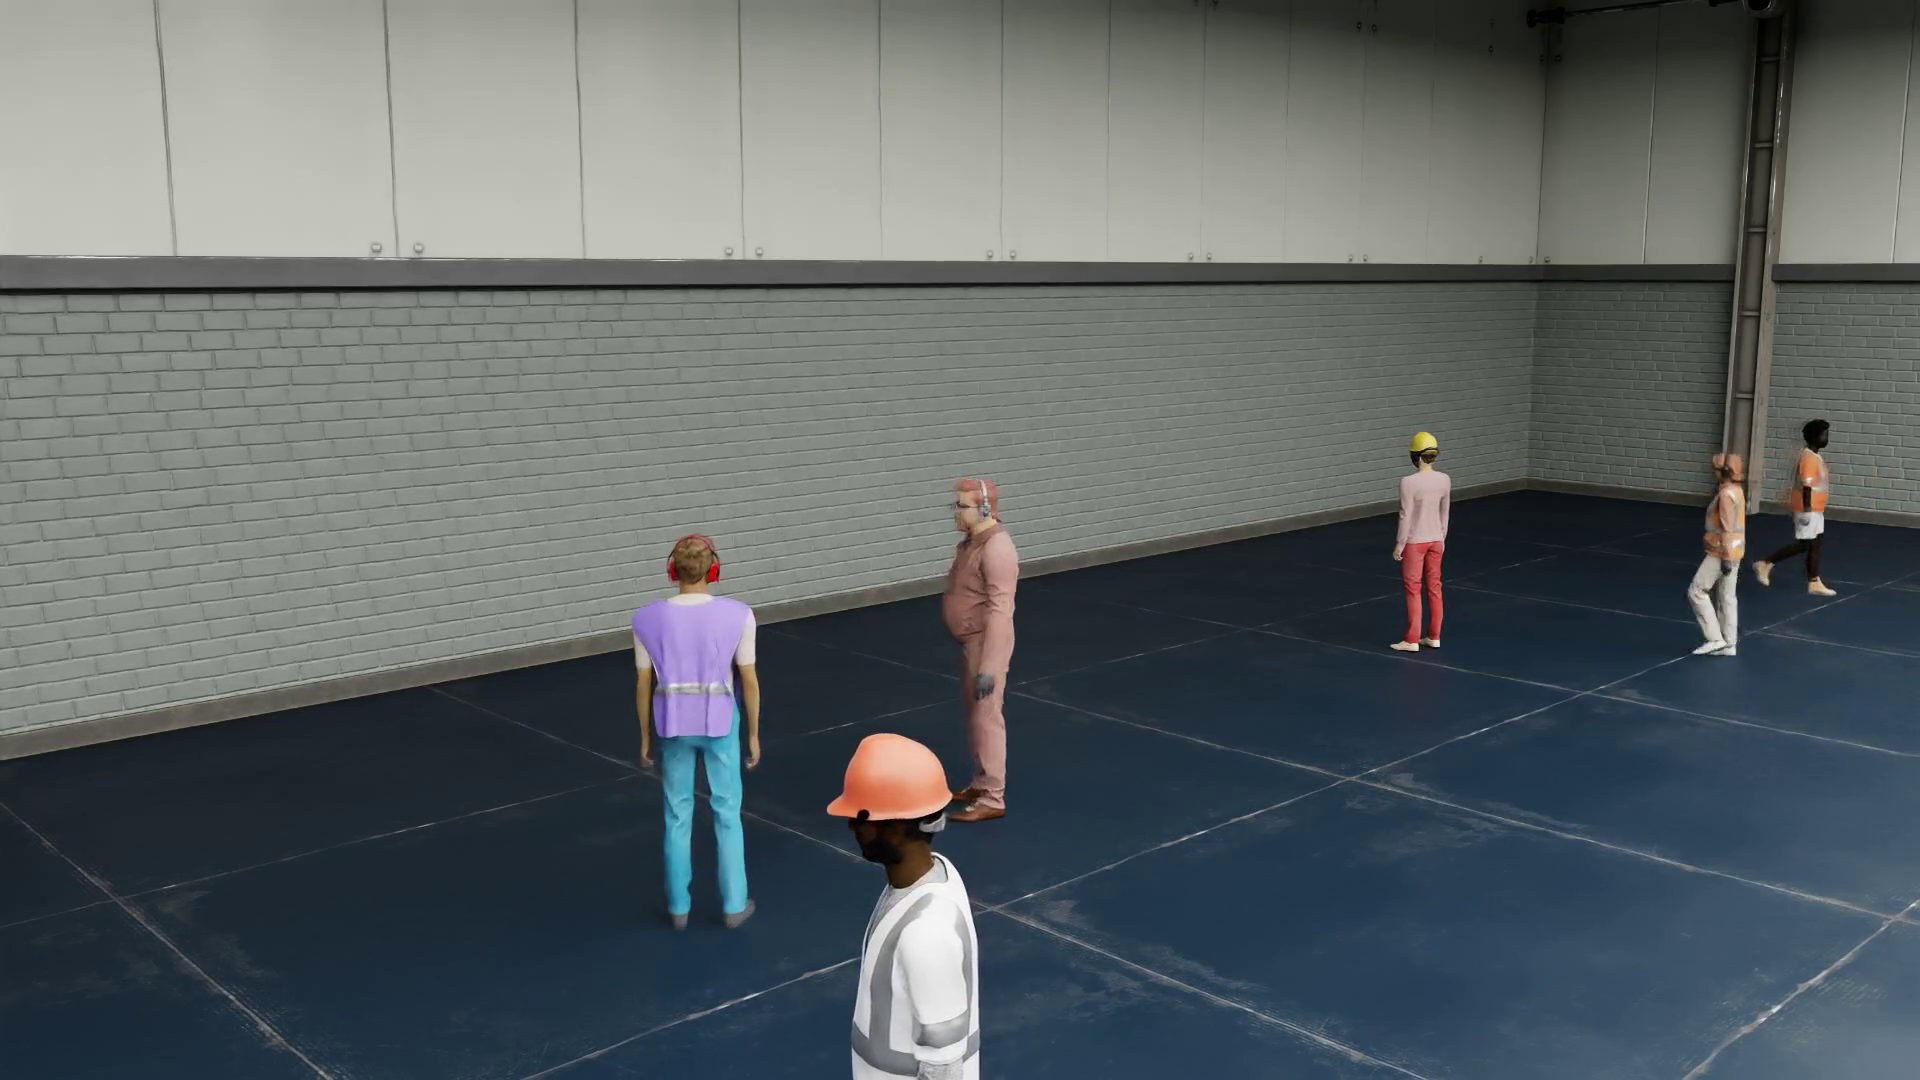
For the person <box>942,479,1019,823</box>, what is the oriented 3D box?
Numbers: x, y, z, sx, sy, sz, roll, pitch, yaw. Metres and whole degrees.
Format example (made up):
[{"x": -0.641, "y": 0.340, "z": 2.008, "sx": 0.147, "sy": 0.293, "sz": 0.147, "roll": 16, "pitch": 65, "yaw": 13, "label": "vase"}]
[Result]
[{"x": 0.104, "y": 0.610, "z": 9.222, "sx": 0.402, "sy": 1.905, "sz": 0.709, "roll": -2, "pitch": 9, "yaw": -10, "label": "person"}]

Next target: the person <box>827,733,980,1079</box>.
[{"x": -0.136, "y": 1.418, "z": 4.095, "sx": 0.363, "sy": 1.933, "sz": 0.552, "roll": -1, "pitch": 9, "yaw": -5, "label": "person"}]

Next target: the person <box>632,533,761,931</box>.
[{"x": -1.201, "y": 0.892, "z": 7.646, "sx": 0.570, "sy": 1.840, "sz": 0.374, "roll": 0, "pitch": 9, "yaw": -3, "label": "person"}]

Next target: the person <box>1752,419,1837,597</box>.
[{"x": 7.894, "y": -0.308, "z": 15.611, "sx": 0.645, "sy": 1.676, "sz": 0.535, "roll": 6, "pitch": 11, "yaw": 33, "label": "person"}]

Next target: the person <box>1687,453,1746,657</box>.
[{"x": 5.968, "y": 0.124, "z": 13.097, "sx": 0.432, "sy": 1.625, "sz": 0.520, "roll": 7, "pitch": 11, "yaw": 36, "label": "person"}]

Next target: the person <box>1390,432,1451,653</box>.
[{"x": 3.675, "y": 0.019, "z": 13.300, "sx": 0.534, "sy": 1.767, "sz": 0.314, "roll": -5, "pitch": 10, "yaw": -29, "label": "person"}]
